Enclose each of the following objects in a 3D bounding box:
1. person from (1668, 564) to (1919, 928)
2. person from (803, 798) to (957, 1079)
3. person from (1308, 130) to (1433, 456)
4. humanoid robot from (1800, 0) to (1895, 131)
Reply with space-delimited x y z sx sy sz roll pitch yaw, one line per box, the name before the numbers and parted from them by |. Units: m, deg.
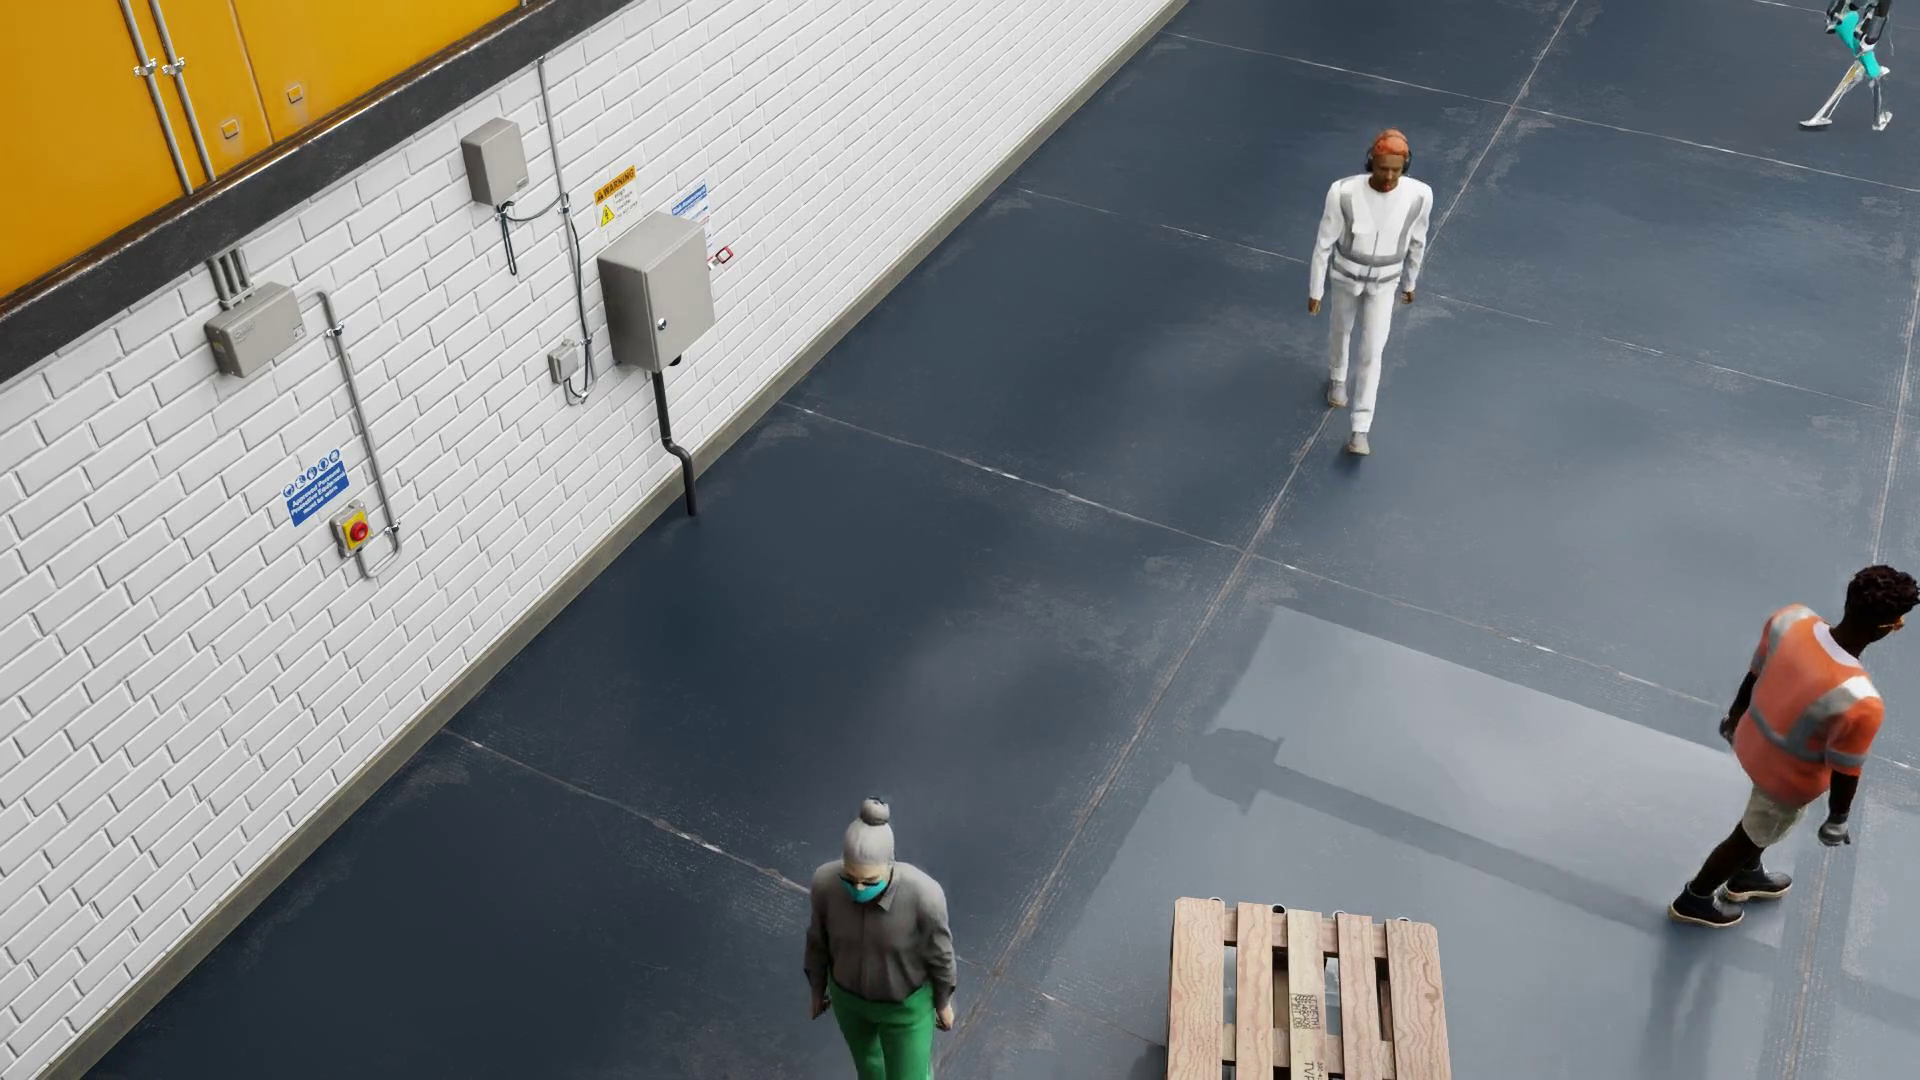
person | 3.339 0.860 6.555 0.604 1.939 0.665 -6 41 -7
person | -0.291 1.584 5.804 0.547 1.830 0.417 11 42 12
person | 2.237 -1.372 9.227 0.605 1.833 0.953 6 41 7
humanoid robot | 6.709 -3.748 12.098 0.893 1.834 0.558 -9 42 -11
